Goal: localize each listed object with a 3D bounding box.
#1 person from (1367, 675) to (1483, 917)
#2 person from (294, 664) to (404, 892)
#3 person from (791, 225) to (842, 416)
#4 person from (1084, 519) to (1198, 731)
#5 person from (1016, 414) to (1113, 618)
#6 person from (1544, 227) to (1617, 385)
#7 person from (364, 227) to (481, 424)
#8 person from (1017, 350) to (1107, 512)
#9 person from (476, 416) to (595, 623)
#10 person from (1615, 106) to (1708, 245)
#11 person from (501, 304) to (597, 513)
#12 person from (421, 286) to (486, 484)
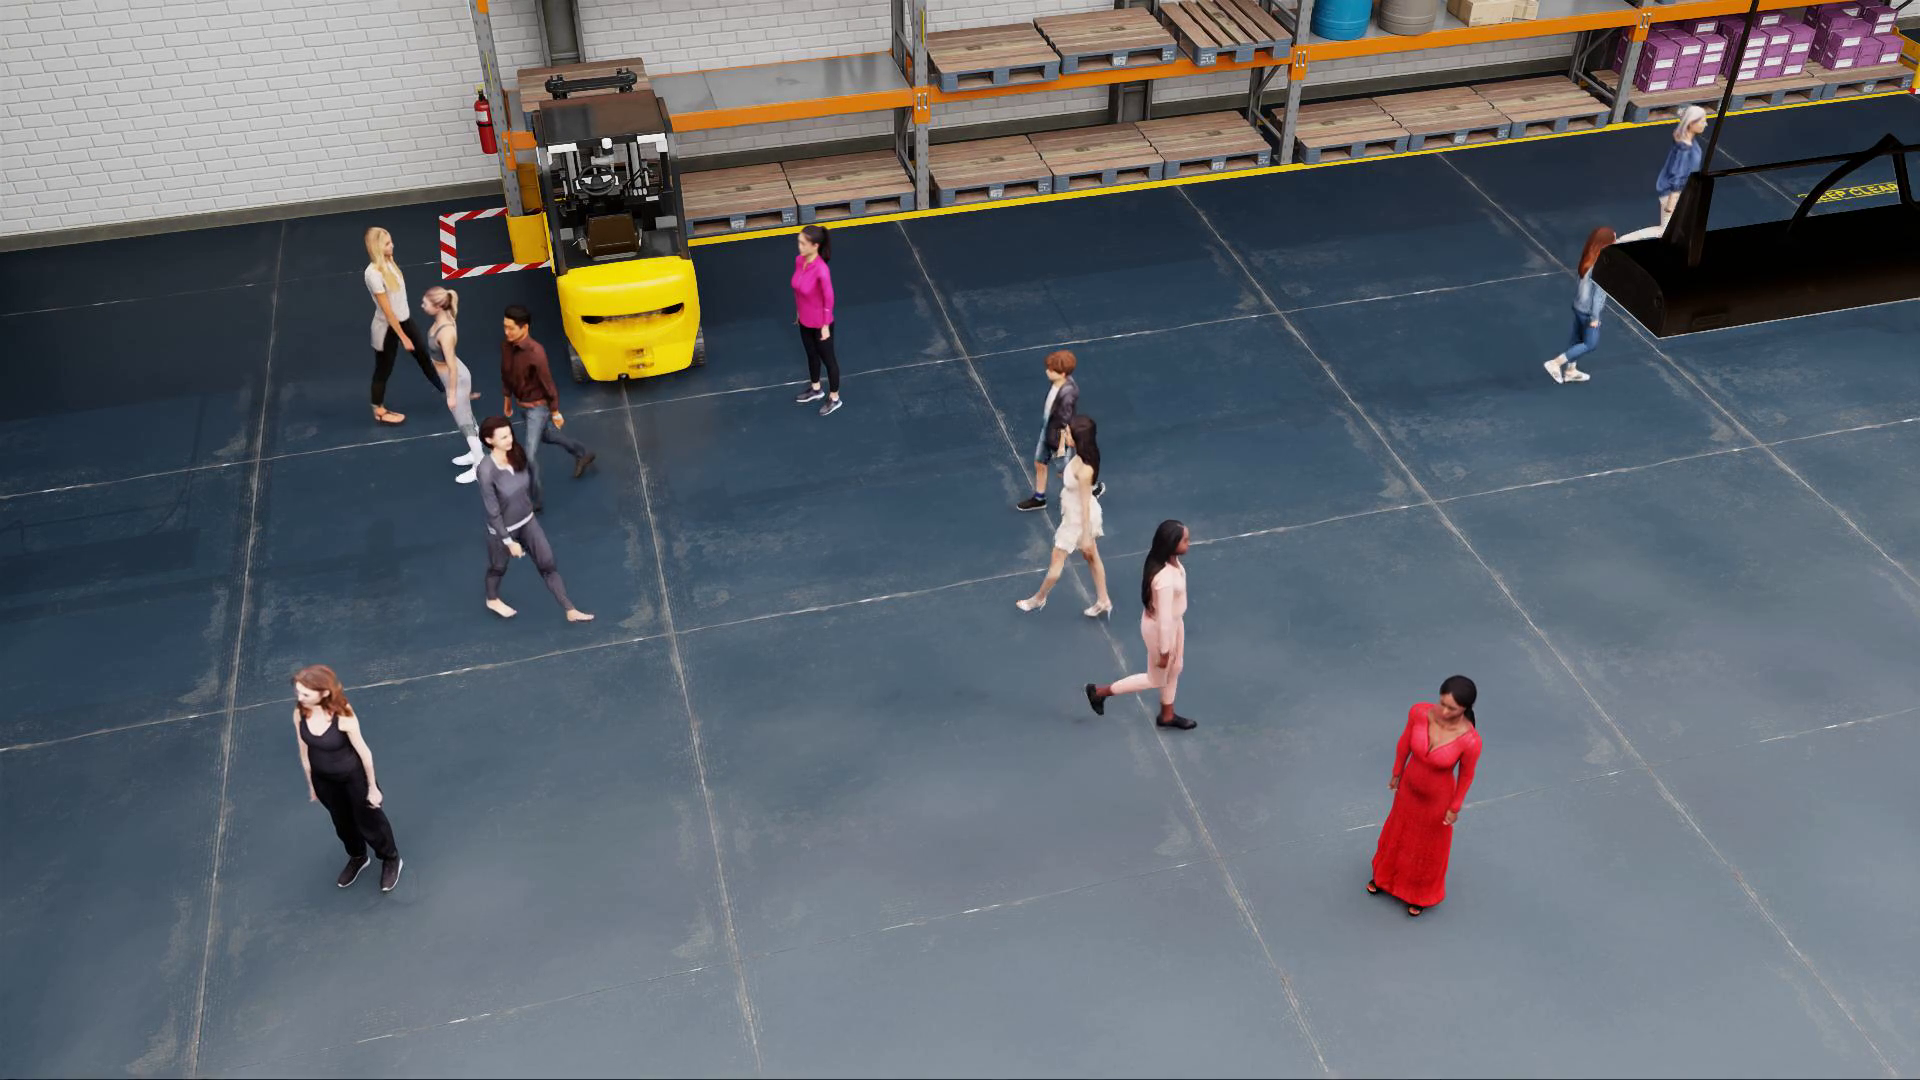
[{"bbox_3d":[2.689,1.447,9.522,0.720,1.790,0.753,29,47,31],"label":"person"},{"bbox_3d":[-3.567,1.357,9.663,0.596,1.743,0.719,6,39,8],"label":"person"},{"bbox_3d":[-1.178,-1.822,13.689,0.694,1.698,0.672,-29,47,-31],"label":"person"},{"bbox_3d":[1.207,0.584,10.666,1.084,1.701,0.856,5,39,6],"label":"person"},{"bbox_3d":[0.928,-0.115,11.537,1.010,1.706,0.823,4,39,5],"label":"person"},{"bbox_3d":[5.225,-1.958,14.032,0.735,1.472,0.666,0,39,0],"label":"person"},{"bbox_3d":[-4.697,-1.695,13.450,1.163,1.787,0.792,-3,39,-3],"label":"person"},{"bbox_3d":[0.801,-0.806,12.626,0.908,1.426,0.554,-8,39,-10],"label":"person"},{"bbox_3d":[-3.185,-0.113,11.523,1.148,1.719,1.072,19,42,22],"label":"person"},{"bbox_3d":[6.540,-3.240,15.478,1.021,1.681,0.923,15,41,18],"label":"person"},{"bbox_3d":[-3.172,-1.054,12.677,1.048,1.749,1.225,30,47,32],"label":"person"},{"bbox_3d":[-3.916,-1.224,12.925,0.533,1.706,0.554,-10,40,-13],"label":"person"}]
